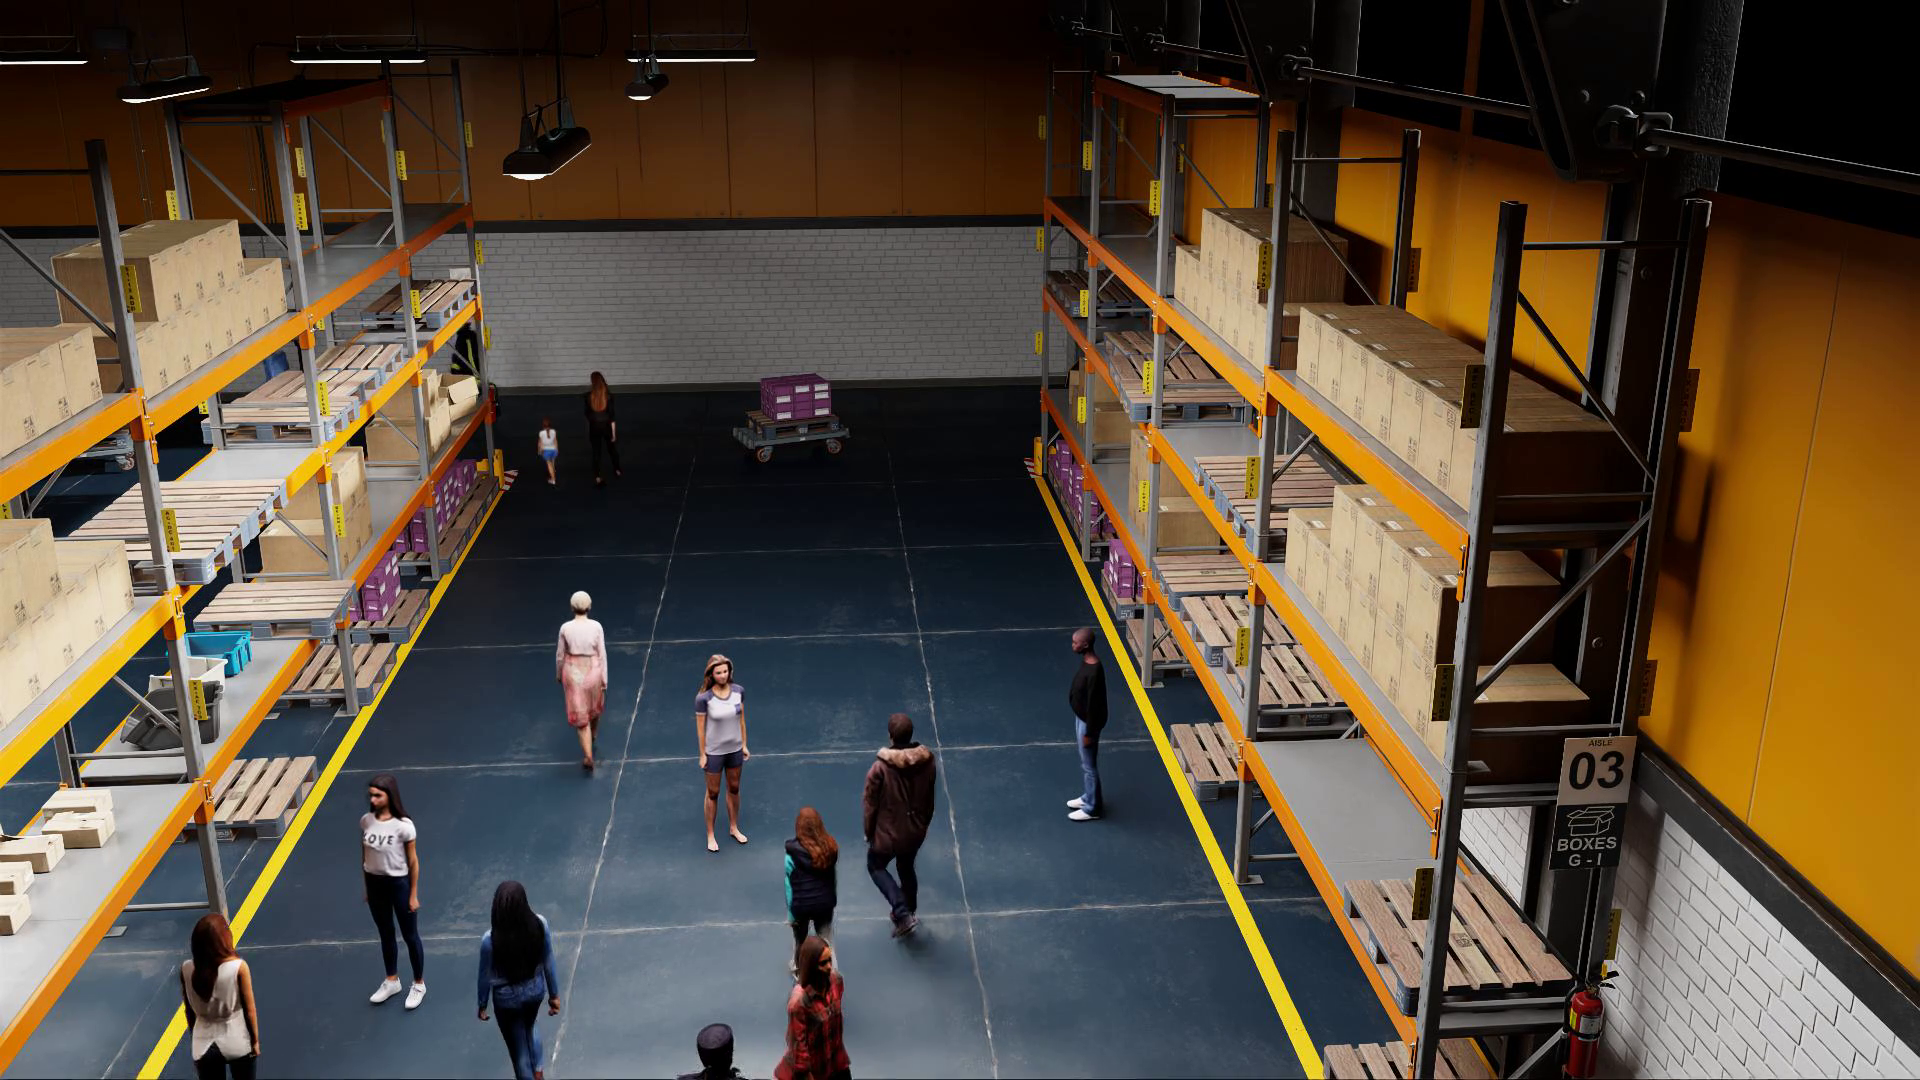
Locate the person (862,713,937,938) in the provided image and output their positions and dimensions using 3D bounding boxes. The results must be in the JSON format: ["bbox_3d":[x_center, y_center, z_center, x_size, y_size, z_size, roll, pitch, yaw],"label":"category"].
[{"bbox_3d":[-0.426,2.201,12.524,0.920,1.835,0.954,-11,22,-29],"label":"person"}]

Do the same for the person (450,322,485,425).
[{"bbox_3d":[-8.025,-2.797,27.377,0.968,1.829,1.132,3,19,8],"label":"person"}]

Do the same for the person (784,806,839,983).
[{"bbox_3d":[-1.014,2.636,11.820,0.792,1.462,1.068,-9,20,-24],"label":"person"}]

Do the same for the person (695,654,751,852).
[{"bbox_3d":[-2.004,1.760,13.997,0.680,1.733,0.684,-11,21,-29],"label":"person"}]

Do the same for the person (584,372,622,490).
[{"bbox_3d":[-5.204,-1.552,23.908,0.685,1.683,0.989,2,19,6],"label":"person"}]

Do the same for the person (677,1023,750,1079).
[{"bbox_3d":[-1.335,3.470,9.031,0.774,1.661,0.767,2,19,7],"label":"person"}]

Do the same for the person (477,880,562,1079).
[{"bbox_3d":[-2.725,2.962,10.479,0.768,1.698,0.815,-15,24,-37],"label":"person"}]

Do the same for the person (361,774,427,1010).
[{"bbox_3d":[-4.025,2.476,11.804,0.656,1.774,0.632,5,19,15],"label":"person"}]

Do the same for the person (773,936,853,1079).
[{"bbox_3d":[-0.941,3.132,10.047,1.151,1.654,1.085,15,24,37],"label":"person"}]

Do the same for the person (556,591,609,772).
[{"bbox_3d":[-3.481,1.336,15.391,0.804,1.645,1.135,-7,20,-20],"label":"person"}]

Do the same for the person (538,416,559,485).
[{"bbox_3d":[-5.972,-1.301,24.218,0.542,1.010,0.612,-15,24,-37],"label":"person"}]

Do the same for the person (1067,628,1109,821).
[{"bbox_3d":[1.139,1.586,14.494,0.650,1.744,0.473,-2,19,-6],"label":"person"}]

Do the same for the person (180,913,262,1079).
[{"bbox_3d":[-4.456,3.094,9.978,0.600,1.769,0.975,-2,19,-5],"label":"person"}]
